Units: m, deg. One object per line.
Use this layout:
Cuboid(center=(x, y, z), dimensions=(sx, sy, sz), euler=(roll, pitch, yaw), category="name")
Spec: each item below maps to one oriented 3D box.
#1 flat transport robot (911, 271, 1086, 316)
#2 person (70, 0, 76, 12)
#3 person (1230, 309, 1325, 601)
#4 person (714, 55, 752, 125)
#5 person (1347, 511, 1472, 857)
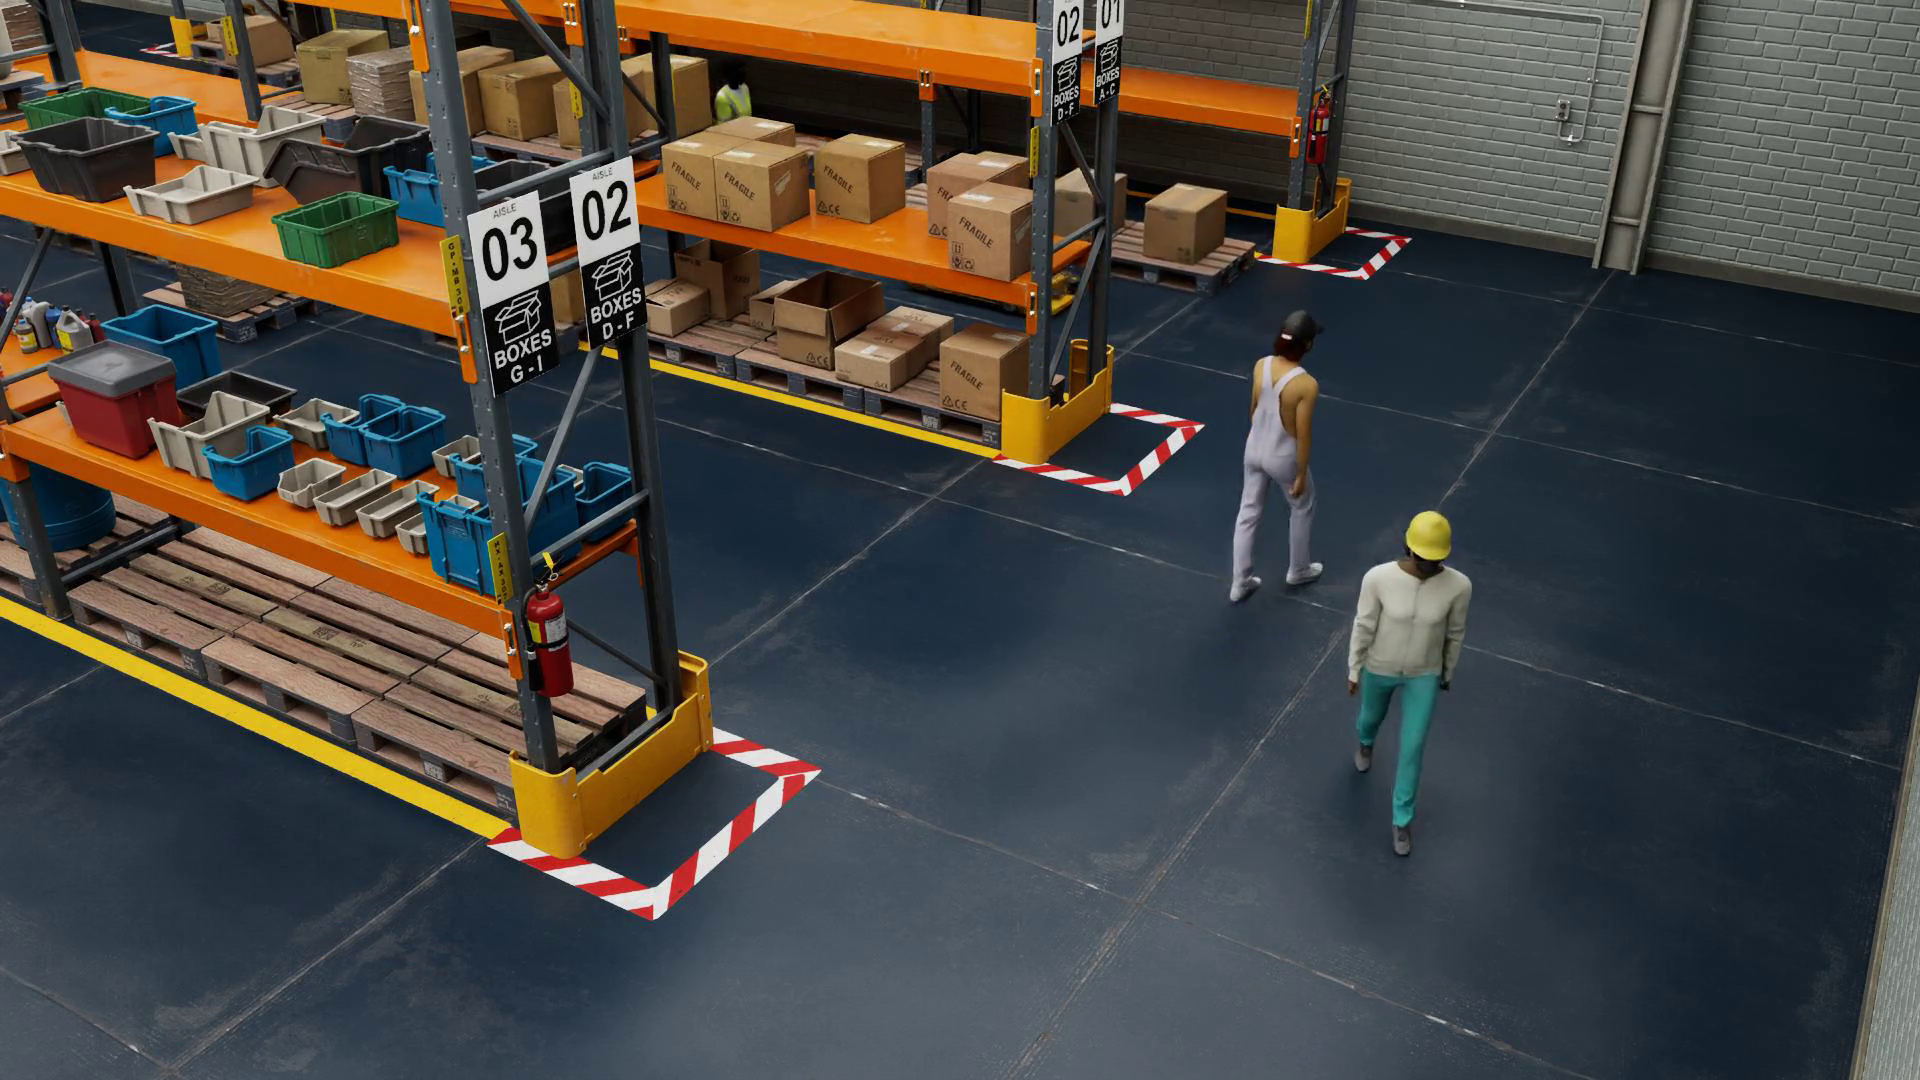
Cuboid(center=(0.333, -2.269, 14.704), dimensions=(1.431, 0.231, 0.659), euler=(17, 34, 28), category="flat transport robot")
Cuboid(center=(-11.814, -6.984, 21.567), dimensions=(0.595, 1.819, 0.458), euler=(-19, 35, -31), category="person")
Cuboid(center=(1.954, -0.526, 9.975), dimensions=(0.508, 1.833, 0.808), euler=(25, 37, 37), category="person")
Cuboid(center=(-2.172, -3.841, 16.072), dimensions=(0.404, 1.682, 0.549), euler=(13, 31, 21), category="person")
Cuboid(center=(2.150, 0.579, 8.088), dimensions=(0.531, 1.735, 0.845), euler=(5, 30, 9), category="person")
